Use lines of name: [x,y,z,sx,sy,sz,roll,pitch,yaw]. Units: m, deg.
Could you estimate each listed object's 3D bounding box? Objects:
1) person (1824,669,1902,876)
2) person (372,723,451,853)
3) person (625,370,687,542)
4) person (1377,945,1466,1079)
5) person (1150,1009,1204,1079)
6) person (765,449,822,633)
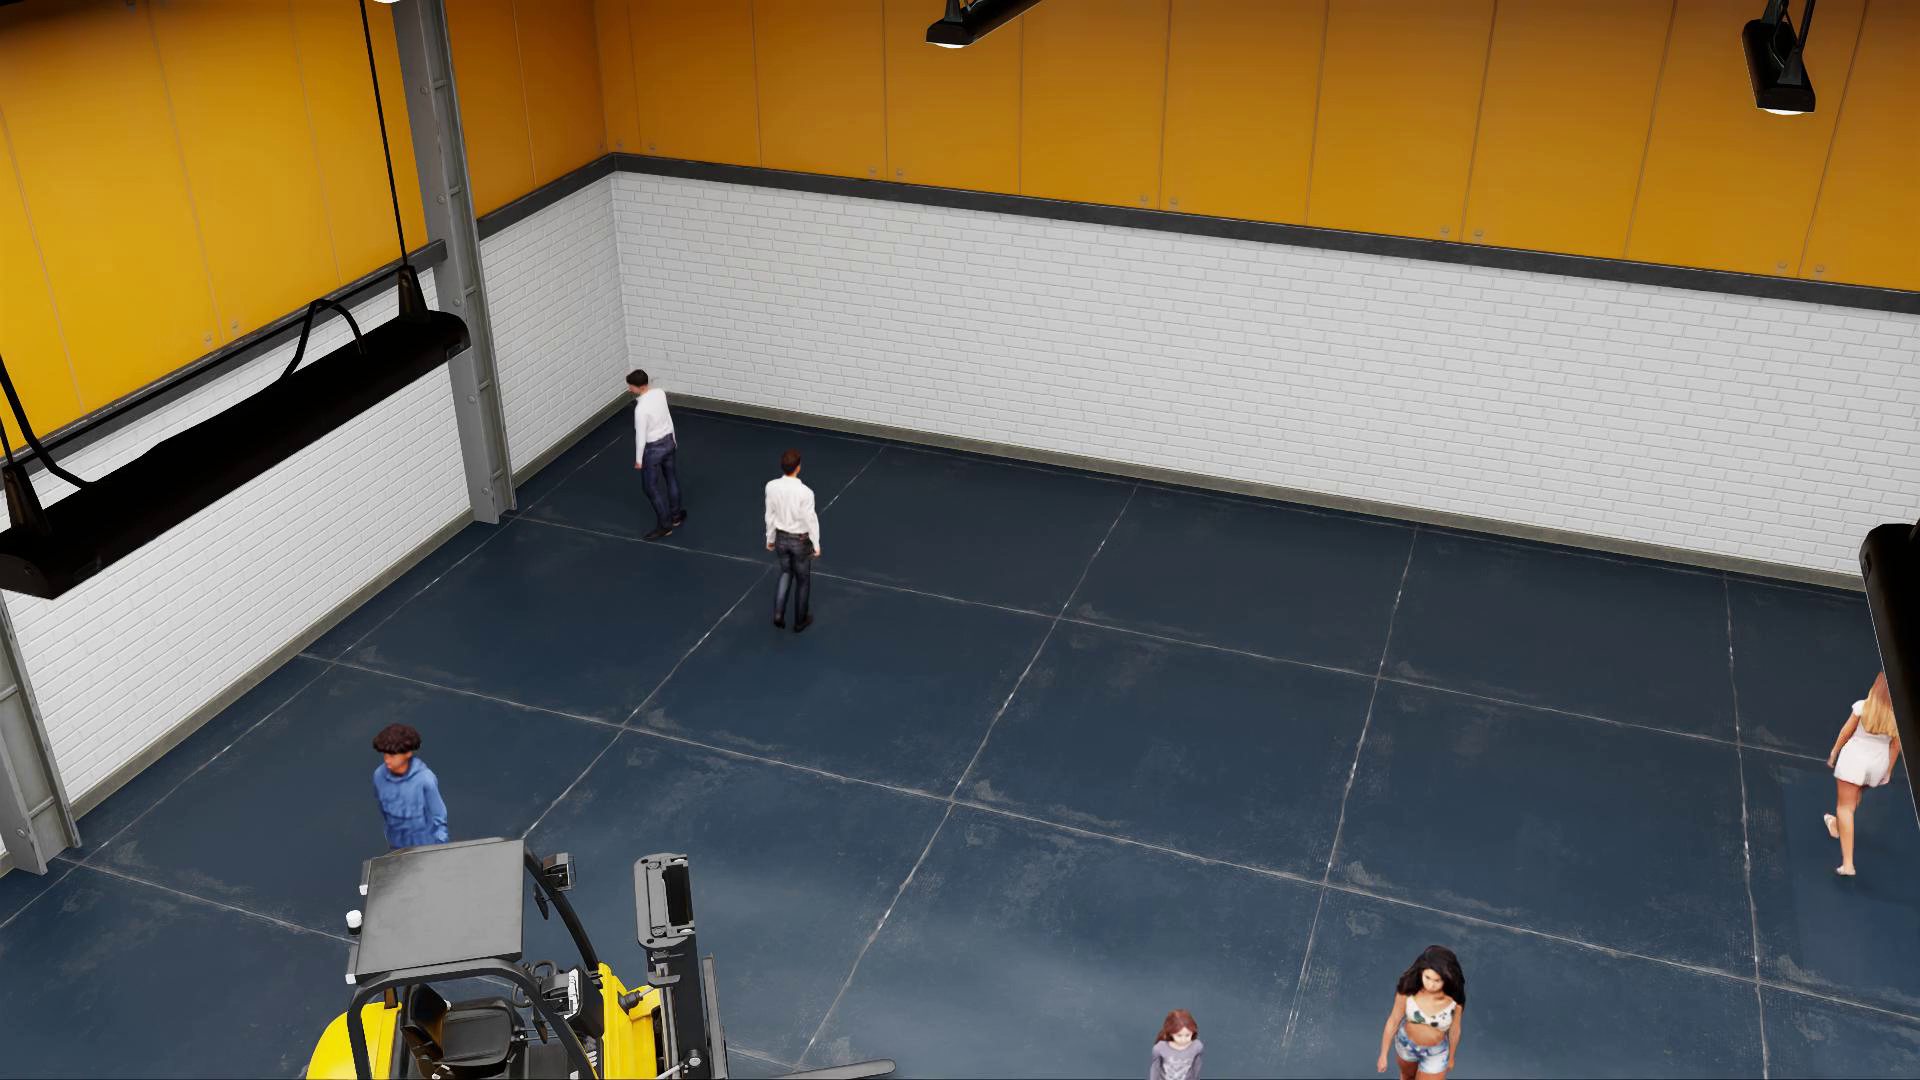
person: [6.689,1.722,12.305,0.686,1.657,1.136,5,29,10]
person: [-3.747,2.023,11.607,0.713,1.796,0.893,8,30,14]
person: [-3.034,-0.947,17.007,0.961,1.839,0.562,24,37,37]
person: [2.774,3.038,9.979,0.610,1.574,1.028,12,31,20]
person: [1.289,3.244,10.107,0.612,1.089,0.750,0,29,0]
person: [-1.561,0.066,15.133,0.689,1.856,0.758,11,31,19]
